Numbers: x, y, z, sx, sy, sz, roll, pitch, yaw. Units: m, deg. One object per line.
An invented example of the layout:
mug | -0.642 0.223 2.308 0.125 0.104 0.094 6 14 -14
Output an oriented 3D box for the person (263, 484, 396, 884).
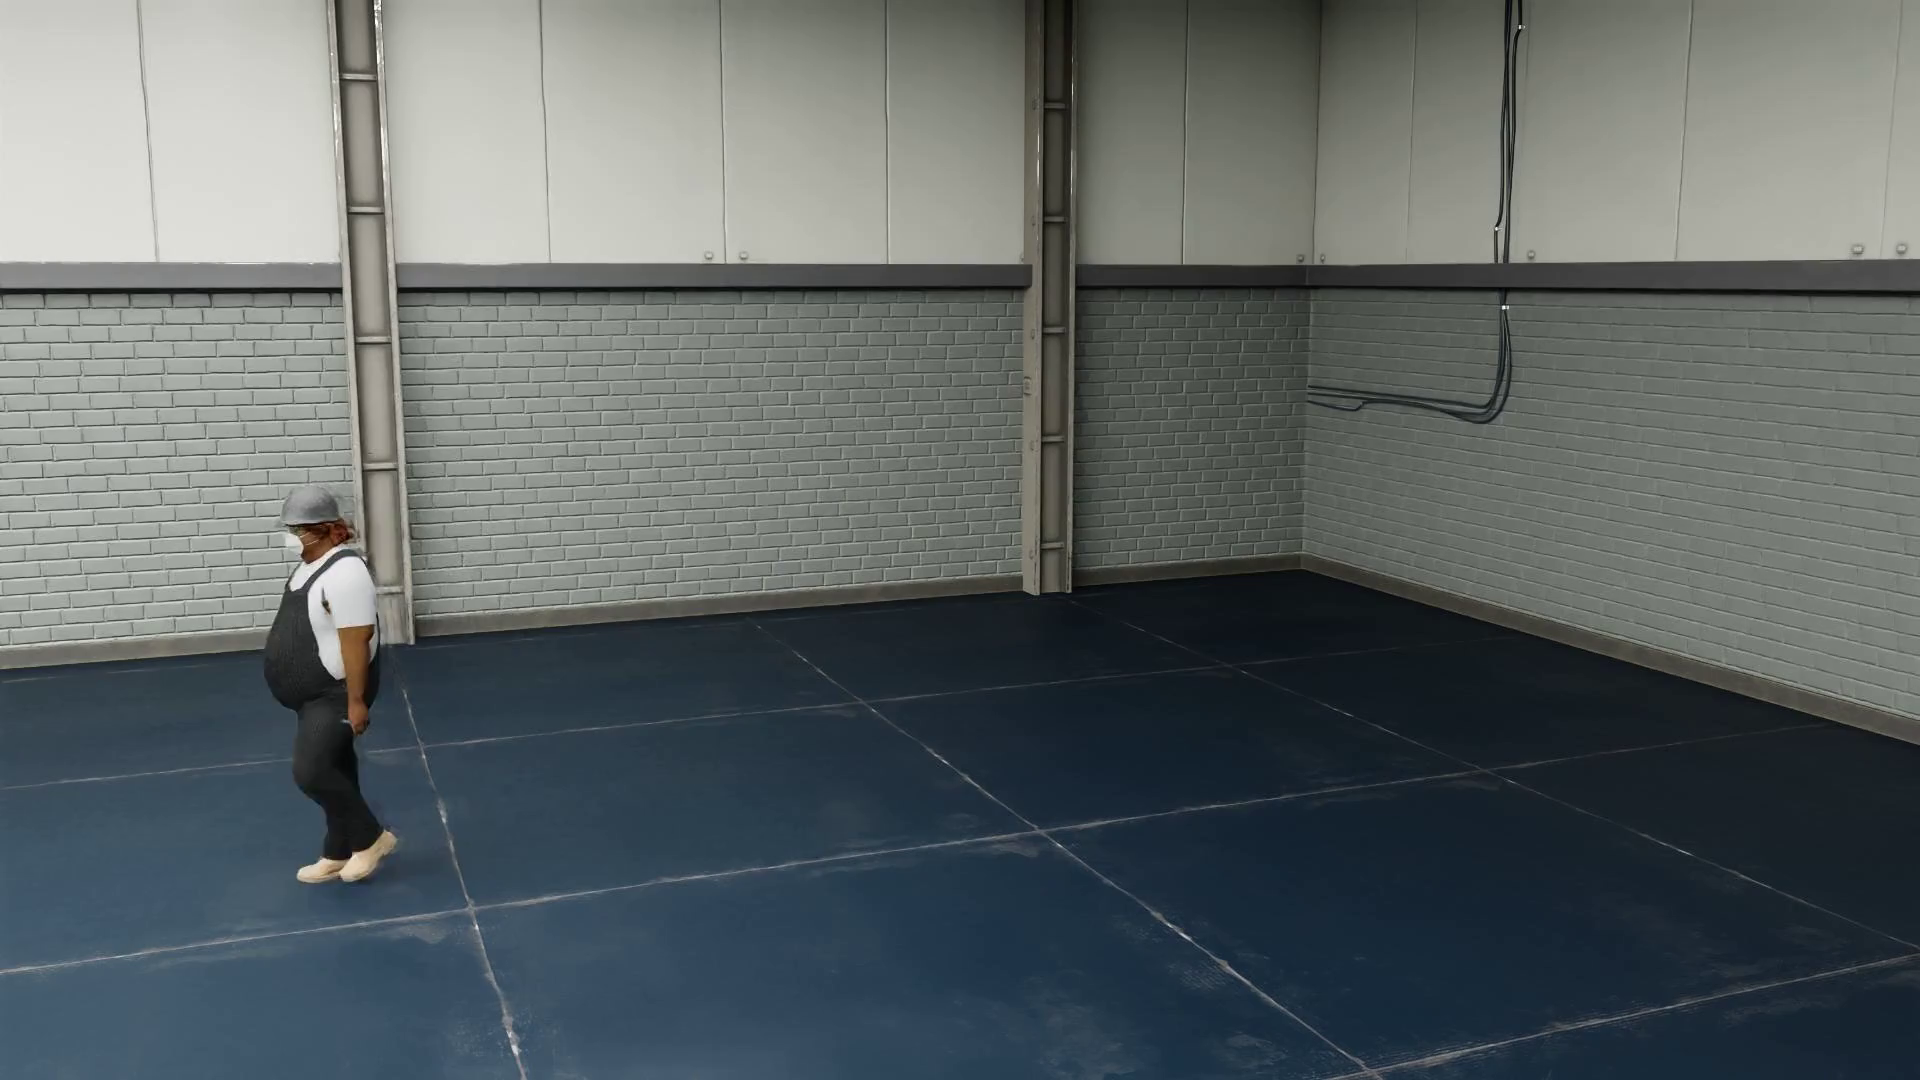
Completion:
person | -3.151 0.716 8.218 0.536 2.000 0.713 -6 11 -35
